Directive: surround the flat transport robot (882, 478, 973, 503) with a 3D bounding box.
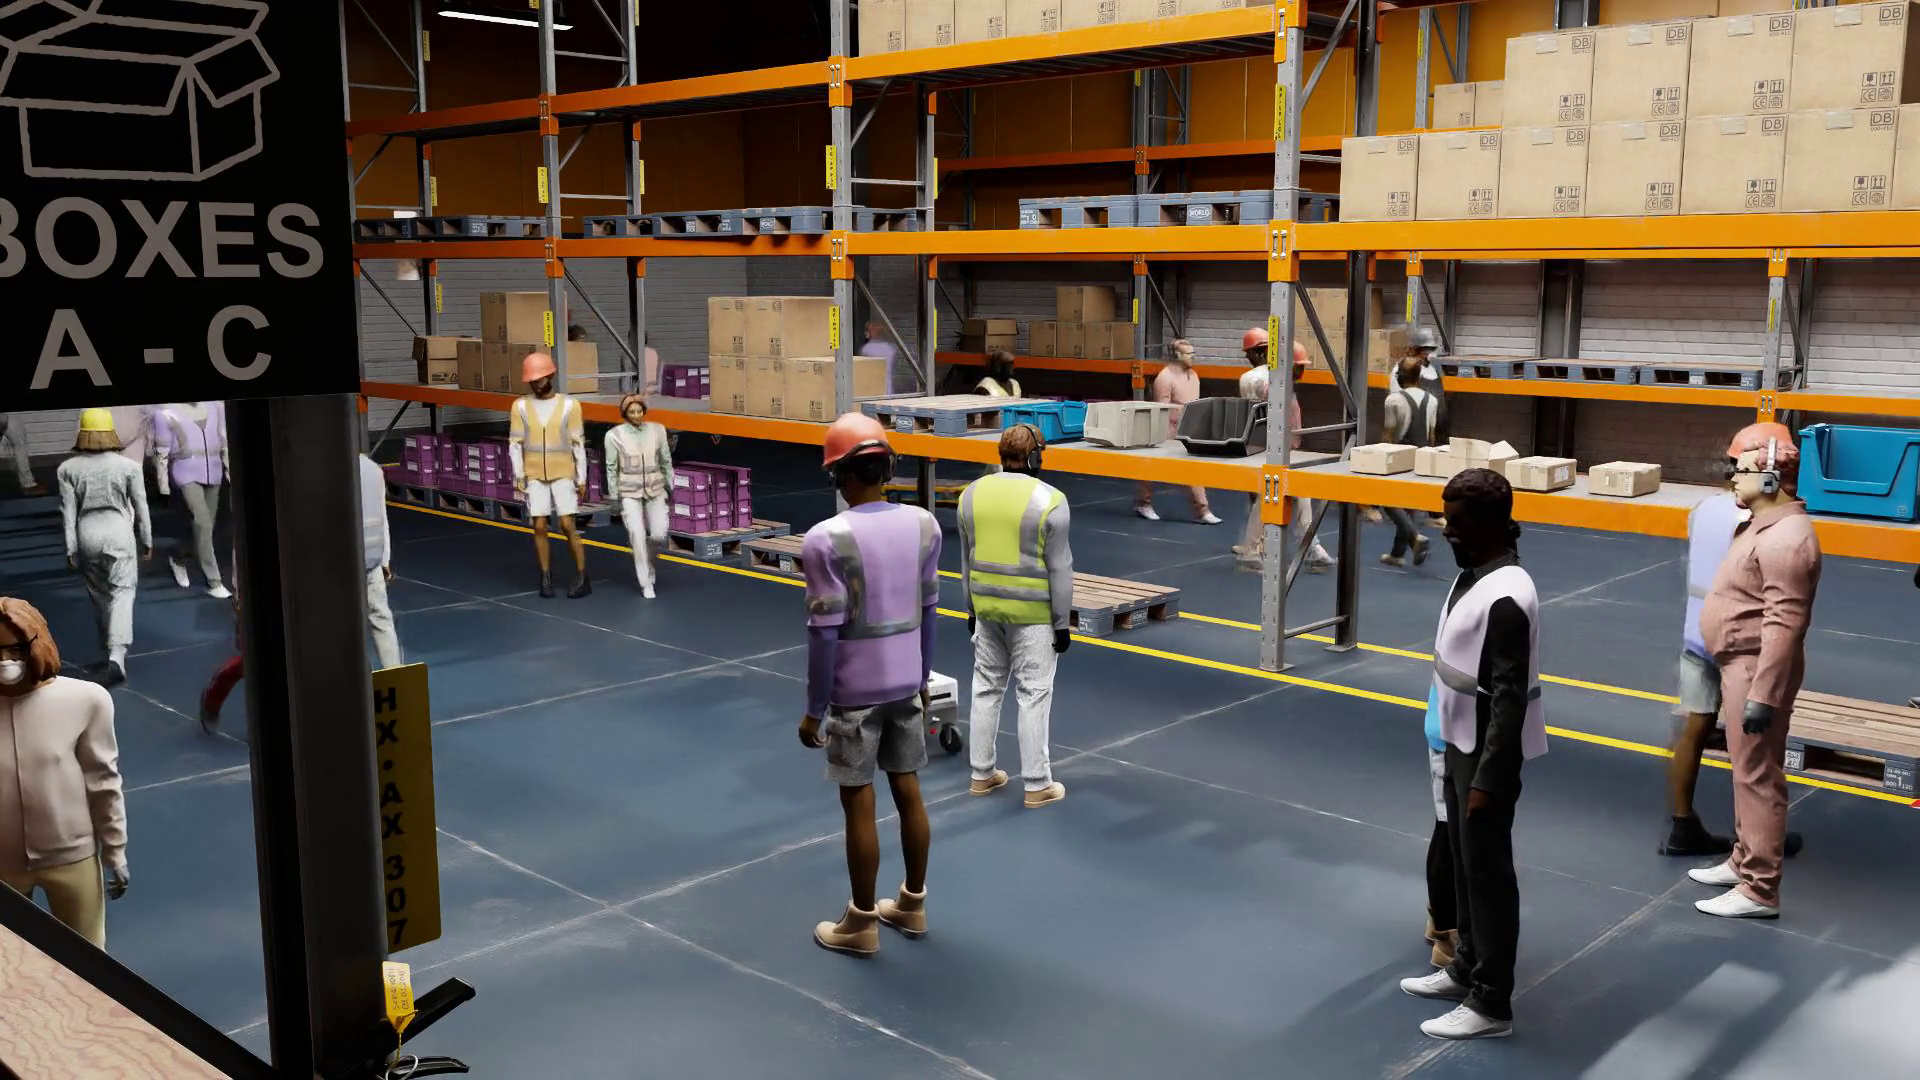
[{"bbox_3d":[-0.320,-0.533,18.192,1.431,0.197,0.652,3,10,19],"label":"flat transport robot"}]

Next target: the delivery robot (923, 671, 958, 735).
[{"bbox_3d":[-0.322,0.797,8.882,0.477,0.478,0.707,-7,11,-35],"label":"delivery robot"}]

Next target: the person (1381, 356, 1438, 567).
[{"bbox_3d":[3.832,-0.638,14.101,0.535,1.822,0.681,-3,10,-19],"label":"person"}]

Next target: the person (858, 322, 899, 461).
[{"bbox_3d":[-1.173,-1.984,22.281,0.635,1.843,1.024,-8,13,-42],"label":"person"}]

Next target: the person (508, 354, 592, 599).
[{"bbox_3d":[-3.200,-0.486,12.905,0.582,1.903,0.468,0,9,-1],"label":"person"}]

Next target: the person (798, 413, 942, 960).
[{"bbox_3d":[-0.351,0.541,6.213,0.607,2.035,0.399,-8,12,-40],"label":"person"}]

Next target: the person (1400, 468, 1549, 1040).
[{"bbox_3d":[1.742,0.709,5.556,0.392,1.914,0.589,1,9,5],"label":"person"}]

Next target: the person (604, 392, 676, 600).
[{"bbox_3d":[-2.496,-0.353,12.949,0.556,1.614,0.520,-4,10,-25],"label":"person"}]

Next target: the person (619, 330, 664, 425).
[{"bbox_3d":[-3.947,-1.705,20.594,0.641,1.831,0.429,-9,13,-43],"label":"person"}]

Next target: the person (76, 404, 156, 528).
[{"bbox_3d":[-7.776,-0.857,15.404,0.652,1.847,1.031,-3,10,-17],"label":"person"}]

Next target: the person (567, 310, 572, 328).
[{"bbox_3d":[-6.201,-2.643,25.940,0.737,1.963,0.634,-7,12,-38],"label":"person"}]

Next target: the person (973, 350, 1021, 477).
[{"bbox_3d":[0.389,-0.916,15.901,0.954,1.800,0.634,6,11,31],"label":"person"}]

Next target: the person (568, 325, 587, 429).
[{"bbox_3d":[-4.721,-1.613,19.831,0.677,1.917,0.647,1,9,9],"label":"person"}]

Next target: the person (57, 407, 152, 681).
[{"bbox_3d":[-5.368,0.011,10.460,0.494,1.707,0.836,-3,10,-20],"label":"person"}]

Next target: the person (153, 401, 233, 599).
[{"bbox_3d":[-6.049,-0.508,13.095,0.898,1.897,0.588,6,11,32],"label":"person"}]

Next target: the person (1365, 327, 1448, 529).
[{"bbox_3d":[4.488,-1.145,16.530,0.682,2.000,0.928,-7,11,-36],"label":"person"}]

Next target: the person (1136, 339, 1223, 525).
[{"bbox_3d":[2.184,-1.088,16.756,0.667,1.865,1.006,-9,13,-43],"label":"person"}]

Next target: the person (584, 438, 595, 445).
[{"bbox_3d":[-5.804,-2.225,23.858,0.998,1.818,0.547,-6,11,-33],"label":"person"}]

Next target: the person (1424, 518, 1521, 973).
[{"bbox_3d":[1.861,0.730,6.075,0.322,1.699,0.536,3,10,15],"label":"person"}]

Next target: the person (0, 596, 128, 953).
[{"bbox_3d":[-2.721,0.962,4.882,0.497,1.627,0.270,-5,10,-26],"label":"person"}]

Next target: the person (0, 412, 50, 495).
[{"bbox_3d":[-10.828,-1.414,18.607,0.625,1.911,0.943,6,11,34],"label":"person"}]

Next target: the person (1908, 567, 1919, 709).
[{"bbox_3d":[5.517,0.055,9.313,0.613,1.995,0.391,-8,12,-40],"label":"person"}]

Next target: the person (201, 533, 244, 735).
[{"bbox_3d":[-3.742,0.256,8.890,0.671,1.721,0.597,4,10,21],"label":"person"}]

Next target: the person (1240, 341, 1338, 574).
[{"bbox_3d":[2.795,-0.661,13.820,0.958,1.949,0.615,4,10,24],"label":"person"}]

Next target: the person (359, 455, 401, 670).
[{"bbox_3d":[-3.563,0.123,9.607,0.763,1.781,0.619,5,11,28],"label":"person"}]

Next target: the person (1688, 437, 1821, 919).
[{"bbox_3d":[3.144,0.541,6.607,0.408,1.906,0.652,3,10,21],"label":"person"}]

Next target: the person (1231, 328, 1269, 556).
[{"bbox_3d":[2.659,-0.871,14.865,0.605,2.037,0.394,-9,13,-42],"label":"person"}]

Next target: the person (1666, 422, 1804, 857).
[{"bbox_3d":[3.419,0.439,7.194,0.702,1.909,0.553,-2,10,-13],"label":"person"}]

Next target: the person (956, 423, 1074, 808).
[{"bbox_3d":[0.277,0.355,7.992,0.624,1.836,0.431,7,11,36],"label":"person"}]
